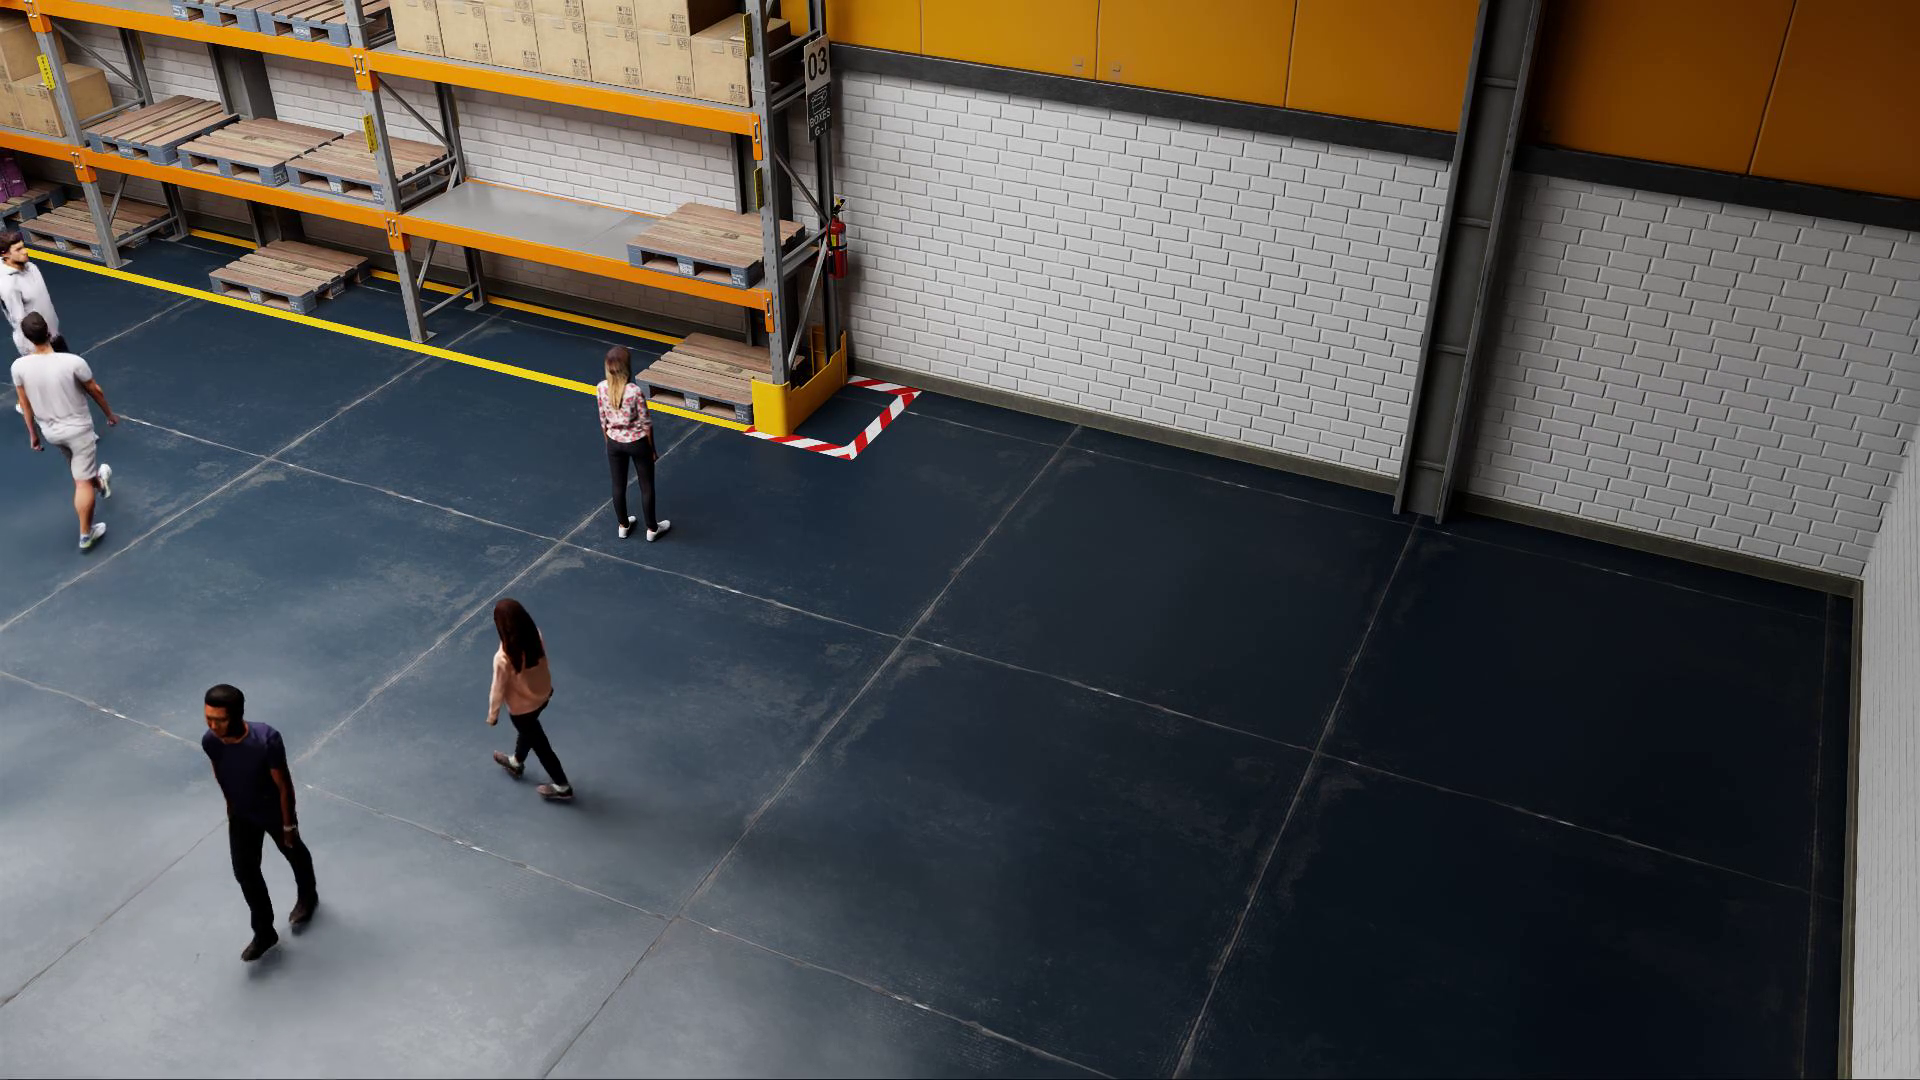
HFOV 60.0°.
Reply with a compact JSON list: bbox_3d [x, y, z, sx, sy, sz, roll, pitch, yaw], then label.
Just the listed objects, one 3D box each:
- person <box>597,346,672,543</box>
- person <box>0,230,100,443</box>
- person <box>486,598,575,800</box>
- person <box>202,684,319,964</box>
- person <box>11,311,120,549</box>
[{"bbox_3d":[-2.516,-0.728,12.624,0.498,1.634,0.654,9,35,14],"label":"person"},{"bbox_3d":[-7.722,-1.654,13.764,1.050,1.913,0.910,0,34,0],"label":"person"},{"bbox_3d":[-2.590,1.010,10.171,0.867,1.455,0.627,10,35,15],"label":"person"},{"bbox_3d":[-3.825,1.440,9.237,0.883,1.772,0.875,5,34,7],"label":"person"},{"bbox_3d":[-6.753,-0.777,12.541,1.224,1.807,1.130,-2,34,-3],"label":"person"}]
